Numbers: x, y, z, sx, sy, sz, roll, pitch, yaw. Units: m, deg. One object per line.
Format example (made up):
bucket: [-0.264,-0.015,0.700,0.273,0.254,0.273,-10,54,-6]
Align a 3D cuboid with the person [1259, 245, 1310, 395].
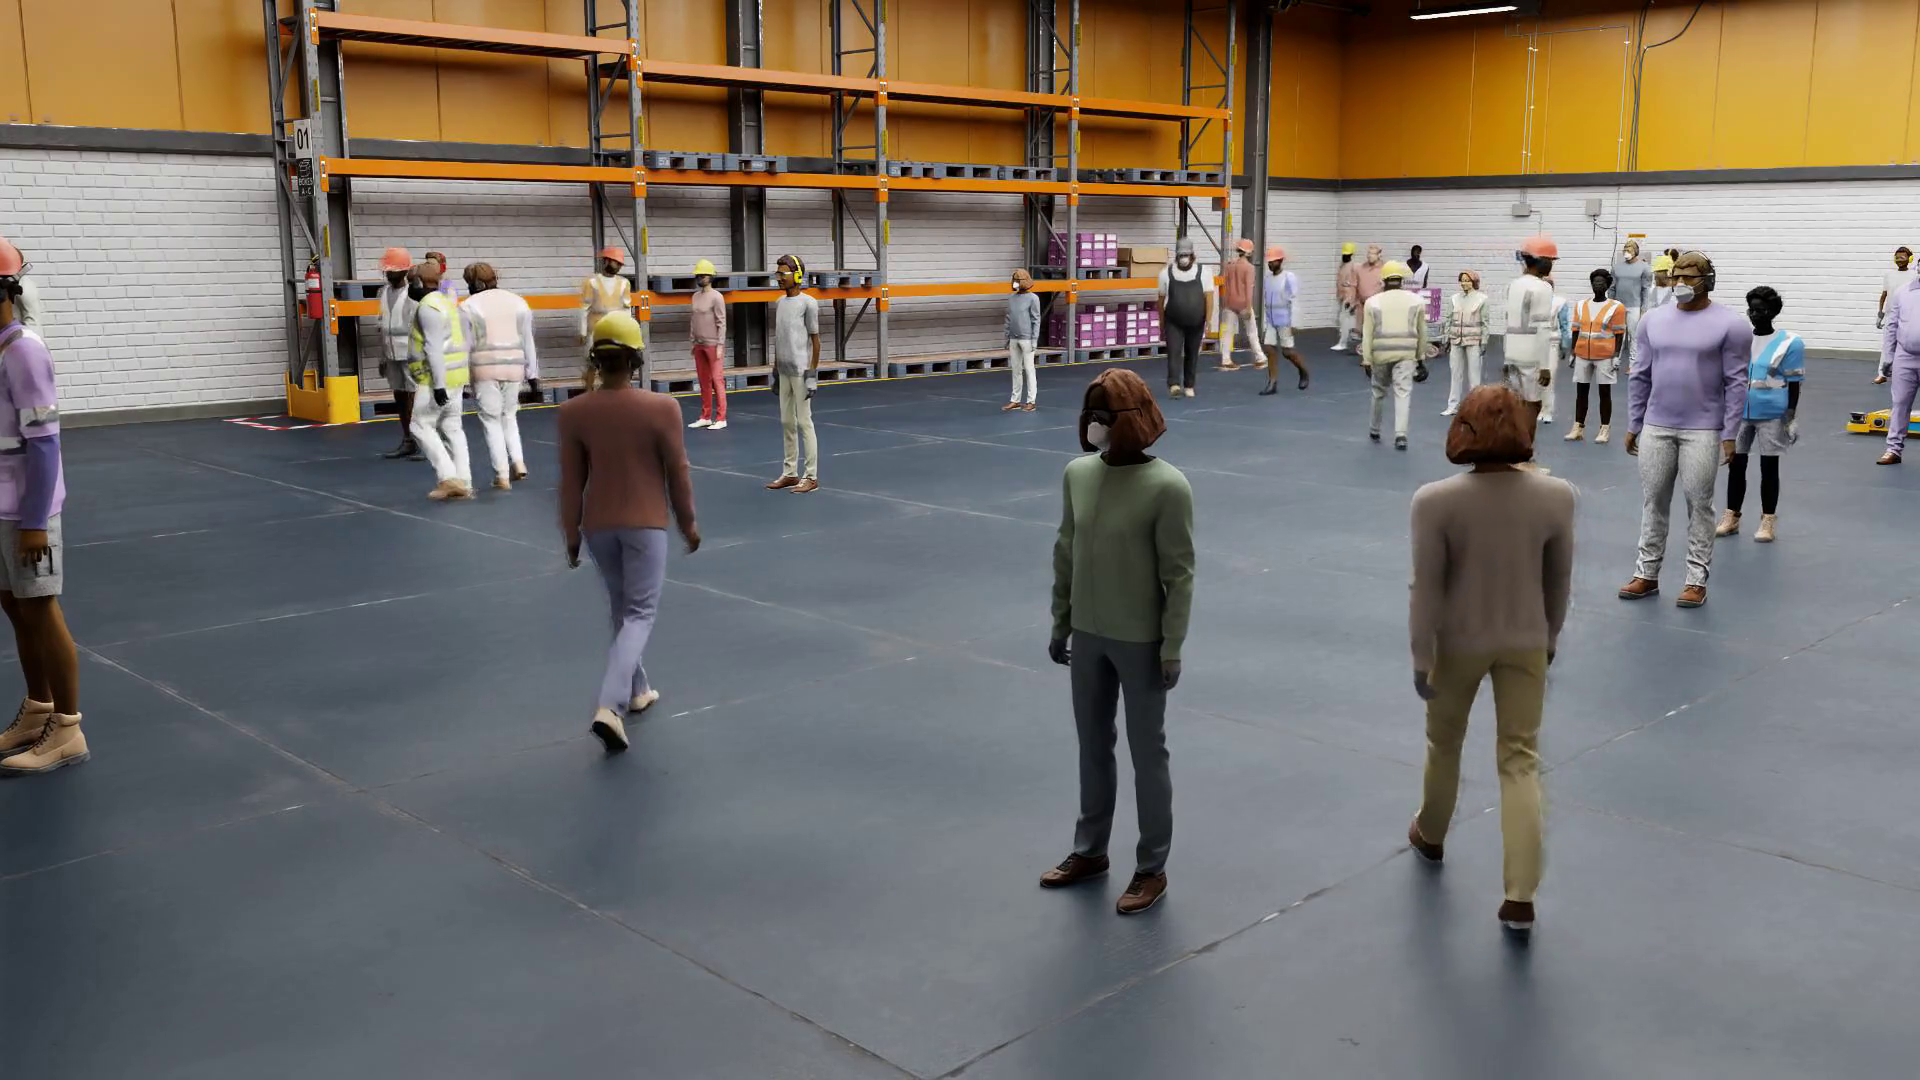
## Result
person: [4.139,-2.791,21.170,0.757,1.904,0.557,-8,13,-36]

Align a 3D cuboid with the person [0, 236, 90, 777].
person: [-3.591,-0.135,6.271,0.615,2.043,0.373,10,15,44]

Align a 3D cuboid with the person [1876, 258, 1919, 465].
person: [8.402,-1.581,14.531,0.651,1.907,0.409,10,15,44]

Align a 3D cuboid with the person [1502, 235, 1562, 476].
person: [4.666,-1.511,13.830,0.605,2.029,0.623,-1,10,-7]

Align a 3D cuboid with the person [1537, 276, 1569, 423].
person: [6.280,-2.062,17.977,0.526,1.602,0.770,6,12,29]

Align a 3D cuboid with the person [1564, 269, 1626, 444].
person: [6.208,-1.795,16.258,0.540,1.700,0.316,10,15,44]

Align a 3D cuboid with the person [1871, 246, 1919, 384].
person: [12.700,-3.029,22.527,0.533,1.871,0.320,10,15,44]

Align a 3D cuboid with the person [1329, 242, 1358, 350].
person: [6.756,-4.276,29.230,0.400,1.899,0.632,-4,11,-20]

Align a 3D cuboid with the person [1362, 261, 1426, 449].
person: [4.155,-1.774,15.939,0.601,1.788,0.941,2,11,10]

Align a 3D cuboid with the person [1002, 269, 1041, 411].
person: [0.709,-2.307,19.235,0.507,1.633,0.278,10,15,44]

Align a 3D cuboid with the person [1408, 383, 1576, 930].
person: [1.595,0.324,5.022,0.502,1.591,0.869,1,10,6]

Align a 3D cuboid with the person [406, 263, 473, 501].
person: [-3.968,-1.190,12.678,0.466,1.811,0.648,0,10,-1]

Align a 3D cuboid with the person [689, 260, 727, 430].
person: [-2.659,-2.030,17.385,0.538,1.763,0.348,10,14,43]

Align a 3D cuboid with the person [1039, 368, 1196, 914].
person: [0.473,0.299,5.026,0.507,1.633,0.278,10,15,44]

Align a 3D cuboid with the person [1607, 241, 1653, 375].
person: [9.711,-3.370,24.201,0.636,1.939,0.364,10,15,44]

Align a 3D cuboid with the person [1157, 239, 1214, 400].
person: [2.798,-2.761,20.600,0.690,2.000,1.054,1,10,3]

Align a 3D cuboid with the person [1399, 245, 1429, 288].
person: [8.346,-4.550,30.923,0.640,1.851,1.066,1,10,6]

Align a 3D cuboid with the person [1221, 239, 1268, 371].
person: [4.319,-3.522,24.974,0.962,1.951,0.652,-6,12,-30]

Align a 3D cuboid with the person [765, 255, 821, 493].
person: [-1.320,-1.305,13.128,0.533,1.871,0.320,10,15,44]

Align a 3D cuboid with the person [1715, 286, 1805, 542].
person: [5.293,-0.824,11.019,0.322,1.691,0.578,-9,14,-42]

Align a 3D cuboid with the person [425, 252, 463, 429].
person: [-5.447,-2.091,17.486,0.571,1.842,0.382,10,15,44]

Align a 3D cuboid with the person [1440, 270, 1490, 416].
person: [5.647,-2.186,18.557,0.523,1.640,0.306,10,15,44]

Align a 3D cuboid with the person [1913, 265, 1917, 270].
person: [14.839,-3.613,25.511,0.552,1.942,0.342,10,15,44]

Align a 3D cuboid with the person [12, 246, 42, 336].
person: [-8.351,-1.644,14.784,0.636,1.939,0.364,10,15,44]

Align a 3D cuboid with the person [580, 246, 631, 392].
person: [-4.056,-2.405,19.069,0.616,1.898,0.397,-6,12,-30]

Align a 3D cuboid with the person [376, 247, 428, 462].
person: [-5.001,-1.647,14.905,0.605,1.907,0.425,5,12,27]

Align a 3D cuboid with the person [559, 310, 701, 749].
person: [-1.369,-0.059,6.717,0.523,1.729,0.866,3,11,14]

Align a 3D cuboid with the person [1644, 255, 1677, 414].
person: [7.977,-2.293,18.766,0.611,1.802,0.605,-6,12,-28]

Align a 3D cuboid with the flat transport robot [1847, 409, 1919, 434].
flat transport robot: [9.794,-1.162,16.709,0.652,0.197,1.431,-10,14,-44]

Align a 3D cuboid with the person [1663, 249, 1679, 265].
person: [11.427,-3.791,26.872,1.020,1.805,0.500,8,13,37]

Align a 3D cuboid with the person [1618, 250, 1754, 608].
person: [3.958,-0.605,9.120,0.636,1.939,0.364,10,15,44]

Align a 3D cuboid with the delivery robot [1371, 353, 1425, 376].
delivery robot: [6.049,-2.506,23.010,0.477,0.478,0.707,-10,14,-44]

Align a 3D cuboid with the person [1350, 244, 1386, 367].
person: [6.420,-3.649,25.857,0.663,1.888,0.674,9,14,41]

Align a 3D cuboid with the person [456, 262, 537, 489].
person: [-3.722,-1.304,13.286,0.655,1.809,0.471,-8,13,-39]
